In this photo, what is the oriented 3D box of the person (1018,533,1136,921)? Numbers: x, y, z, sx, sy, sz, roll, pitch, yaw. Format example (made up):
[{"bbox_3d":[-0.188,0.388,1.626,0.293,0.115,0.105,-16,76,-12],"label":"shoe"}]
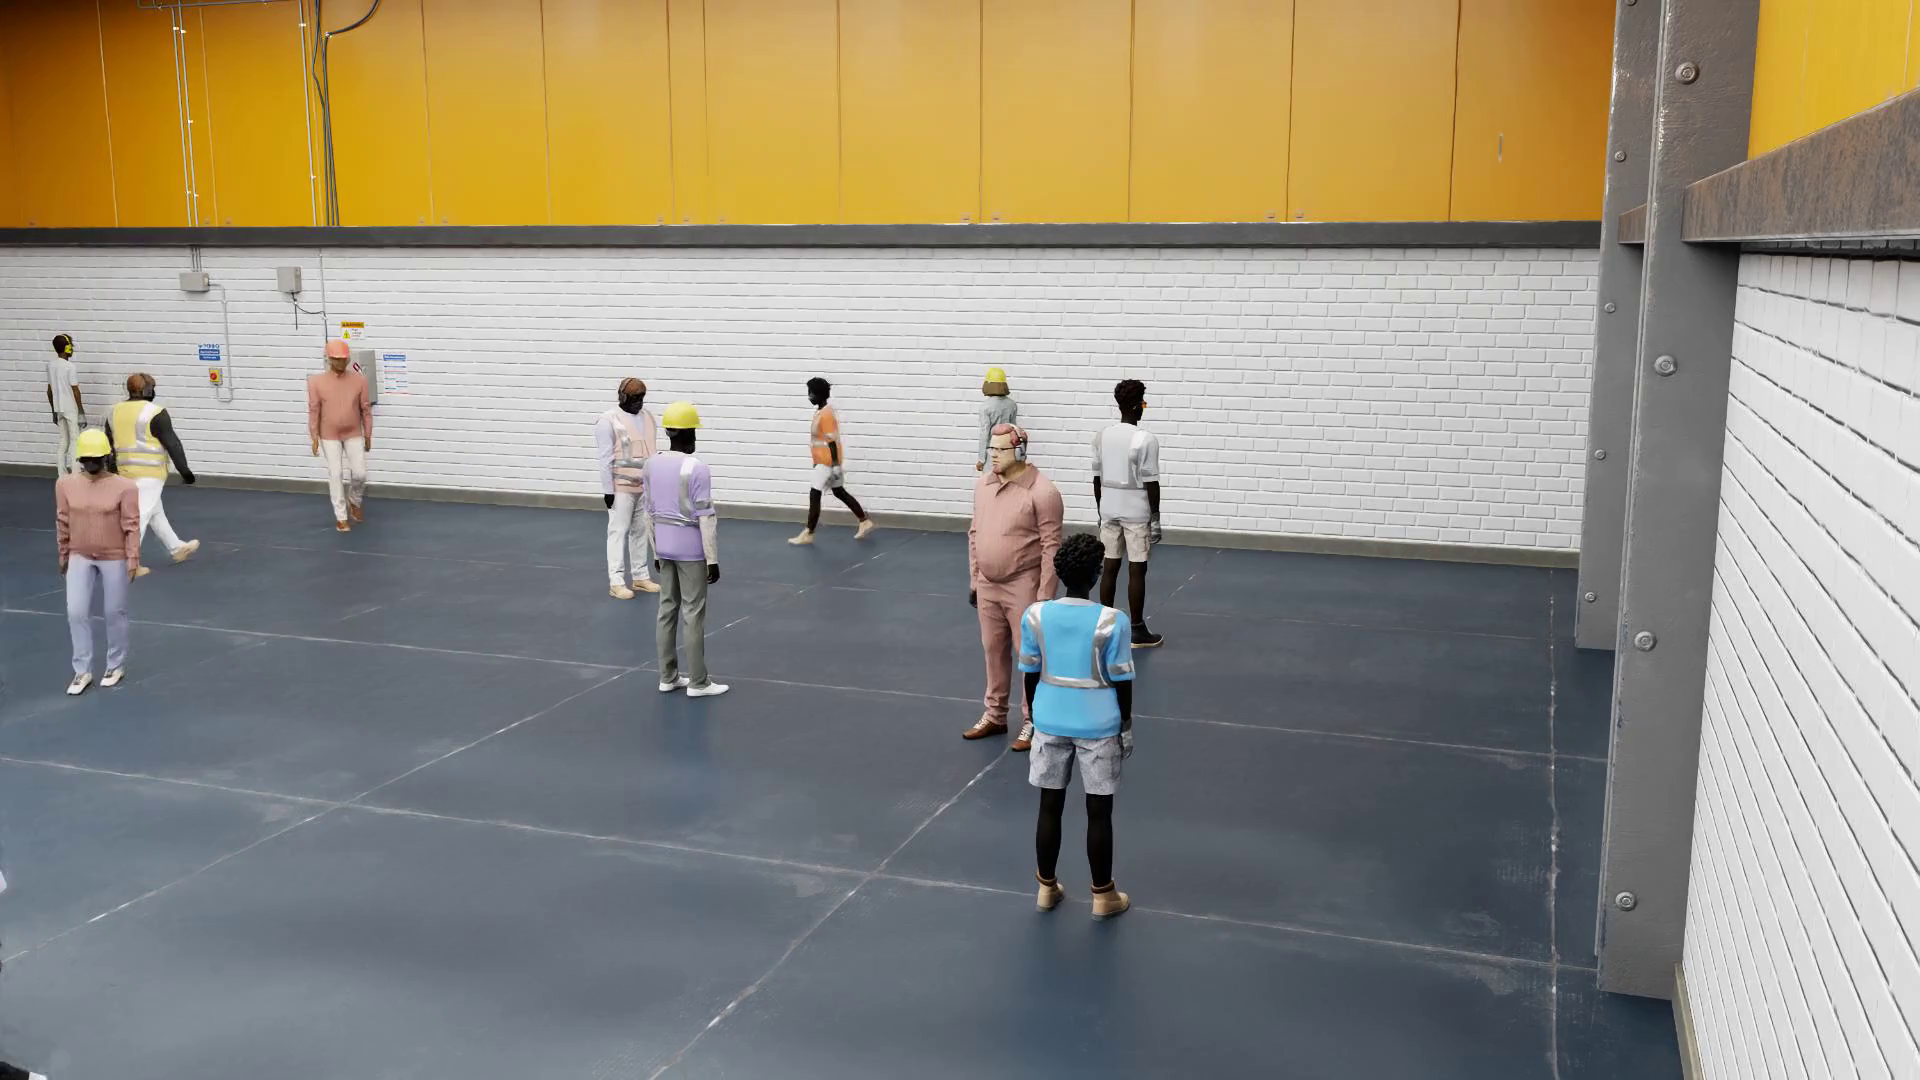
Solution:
[{"bbox_3d":[0.514,0.810,7.228,0.532,1.696,0.319,5,11,25],"label":"person"}]

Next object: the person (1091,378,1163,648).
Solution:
[{"bbox_3d":[1.228,-0.195,12.126,0.607,1.966,0.367,10,14,44],"label":"person"}]

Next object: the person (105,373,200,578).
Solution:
[{"bbox_3d":[-7.241,-0.601,14.907,0.621,1.782,1.006,5,11,24],"label":"person"}]

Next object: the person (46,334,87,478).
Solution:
[{"bbox_3d":[-10.637,-1.516,19.861,0.531,1.863,0.317,5,11,24],"label":"person"}]

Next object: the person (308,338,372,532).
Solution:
[{"bbox_3d":[-6.351,-1.076,17.064,0.633,1.982,0.493,-5,11,-28],"label":"person"}]

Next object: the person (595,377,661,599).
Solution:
[{"bbox_3d":[-2.731,-0.440,13.879,0.429,1.835,0.627,7,12,34],"label":"person"}]

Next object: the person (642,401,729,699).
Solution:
[{"bbox_3d":[-1.790,0.064,10.773,0.587,1.930,0.360,7,12,35],"label":"person"}]

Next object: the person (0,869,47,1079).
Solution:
[{"bbox_3d":[-3.083,1.112,4.958,0.676,1.896,0.476,7,12,34],"label":"person"}]

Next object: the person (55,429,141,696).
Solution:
[{"bbox_3d":[-5.633,0.141,10.857,0.542,1.731,0.652,-2,10,-11],"label":"person"}]

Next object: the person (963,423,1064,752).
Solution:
[{"bbox_3d":[0.284,0.271,9.673,0.645,1.907,0.400,9,14,42],"label":"person"}]

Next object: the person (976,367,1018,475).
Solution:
[{"bbox_3d":[0.350,-0.824,16.297,0.486,1.744,0.294,-10,14,-43],"label":"person"}]

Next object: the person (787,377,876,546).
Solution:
[{"bbox_3d":[-1.242,-0.777,16.247,0.857,1.658,0.542,-2,10,-9],"label":"person"}]
